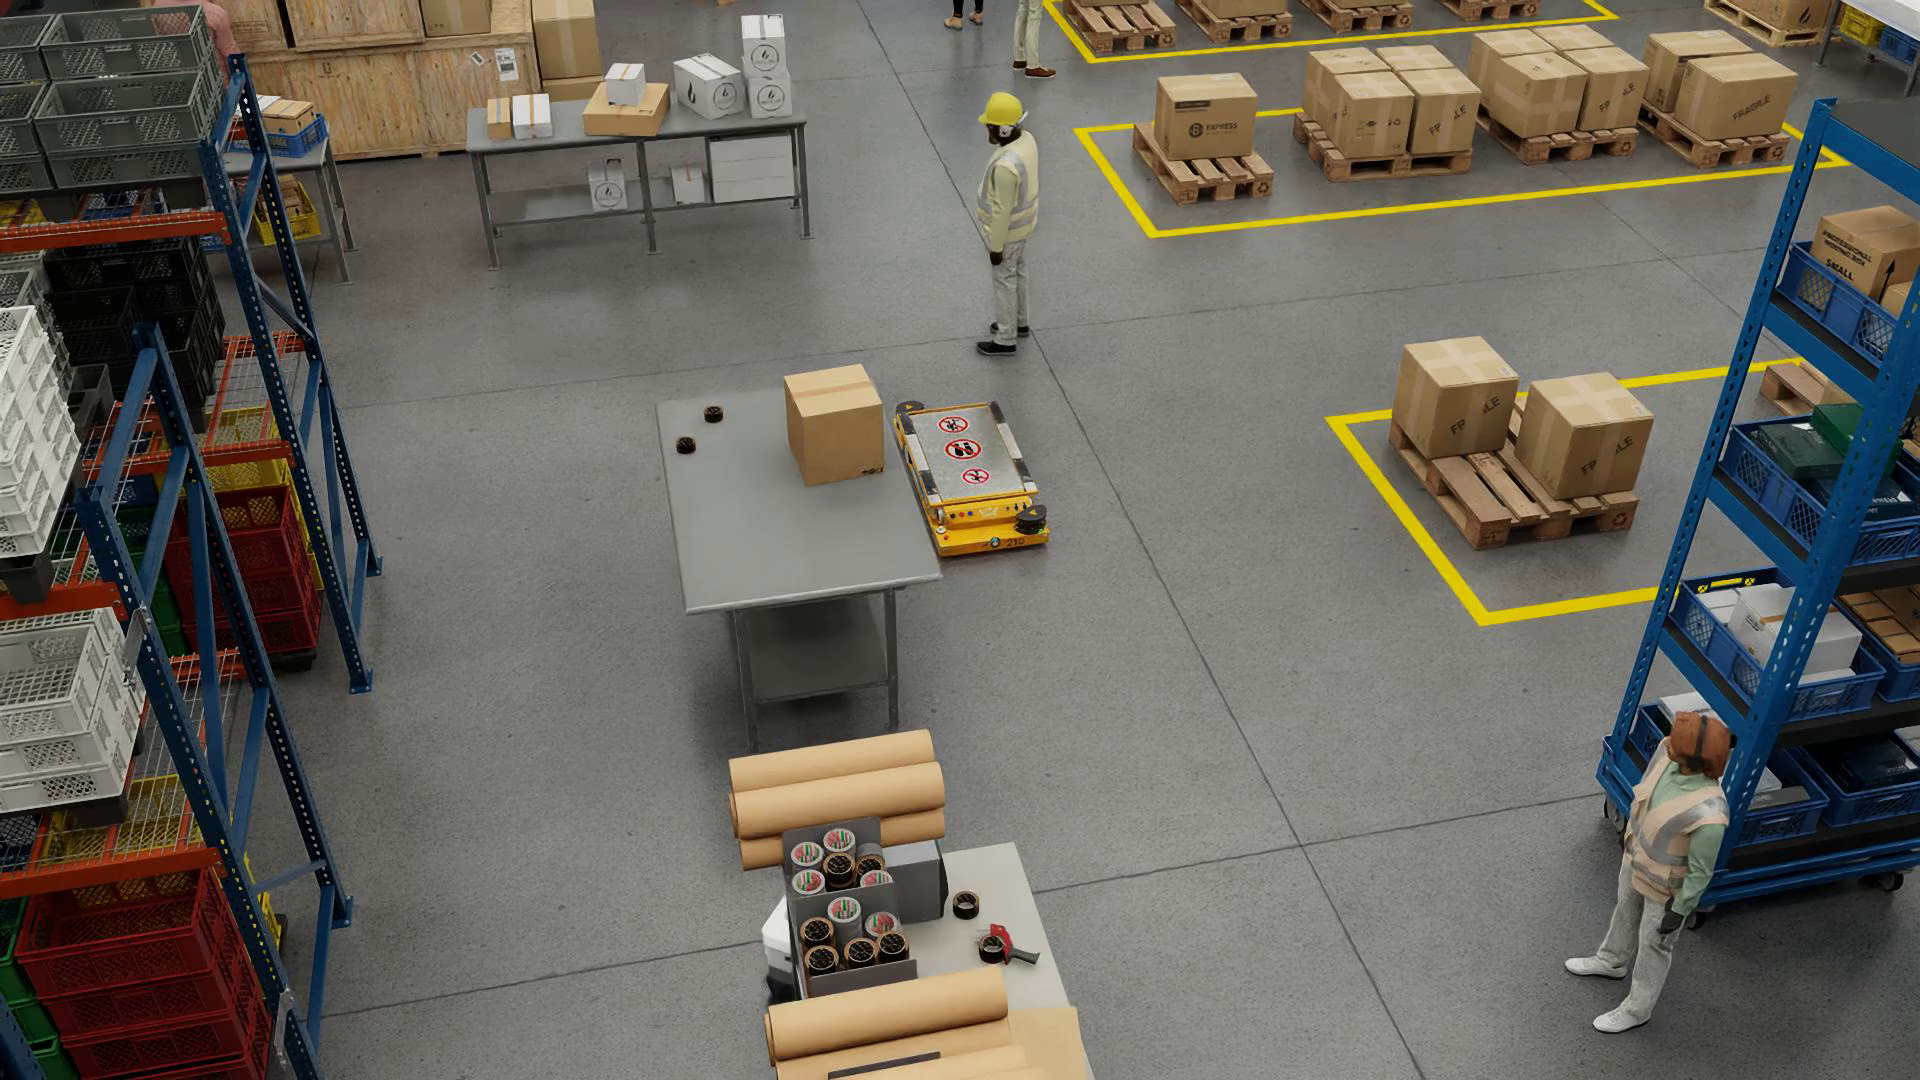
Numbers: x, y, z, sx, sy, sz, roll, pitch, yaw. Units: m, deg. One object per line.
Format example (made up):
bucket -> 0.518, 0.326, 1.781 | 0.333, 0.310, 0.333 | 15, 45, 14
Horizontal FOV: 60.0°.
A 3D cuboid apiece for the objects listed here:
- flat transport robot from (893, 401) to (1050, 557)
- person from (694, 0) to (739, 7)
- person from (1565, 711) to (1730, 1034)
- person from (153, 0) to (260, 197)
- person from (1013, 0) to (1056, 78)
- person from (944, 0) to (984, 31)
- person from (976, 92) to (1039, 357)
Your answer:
flat transport robot -> 0.046, -0.430, 10.108 | 0.652, 0.197, 1.431 | -8, 37, -10
person -> -2.553, -6.332, 16.735 | 0.633, 1.843, 0.429 | 17, 40, 22
person -> 2.773, 1.318, 6.621 | 0.310, 1.636, 0.522 | -2, 37, -3
person -> -5.847, -3.601, 13.023 | 0.635, 1.900, 0.397 | 8, 37, 11
person -> 0.675, -5.165, 15.151 | 0.329, 1.861, 0.512 | -16, 40, -20
person -> 0.038, -5.837, 16.193 | 0.531, 1.692, 0.320 | -20, 41, -25
person -> 0.309, -2.100, 11.063 | 0.403, 1.823, 0.594 | 11, 38, 14
